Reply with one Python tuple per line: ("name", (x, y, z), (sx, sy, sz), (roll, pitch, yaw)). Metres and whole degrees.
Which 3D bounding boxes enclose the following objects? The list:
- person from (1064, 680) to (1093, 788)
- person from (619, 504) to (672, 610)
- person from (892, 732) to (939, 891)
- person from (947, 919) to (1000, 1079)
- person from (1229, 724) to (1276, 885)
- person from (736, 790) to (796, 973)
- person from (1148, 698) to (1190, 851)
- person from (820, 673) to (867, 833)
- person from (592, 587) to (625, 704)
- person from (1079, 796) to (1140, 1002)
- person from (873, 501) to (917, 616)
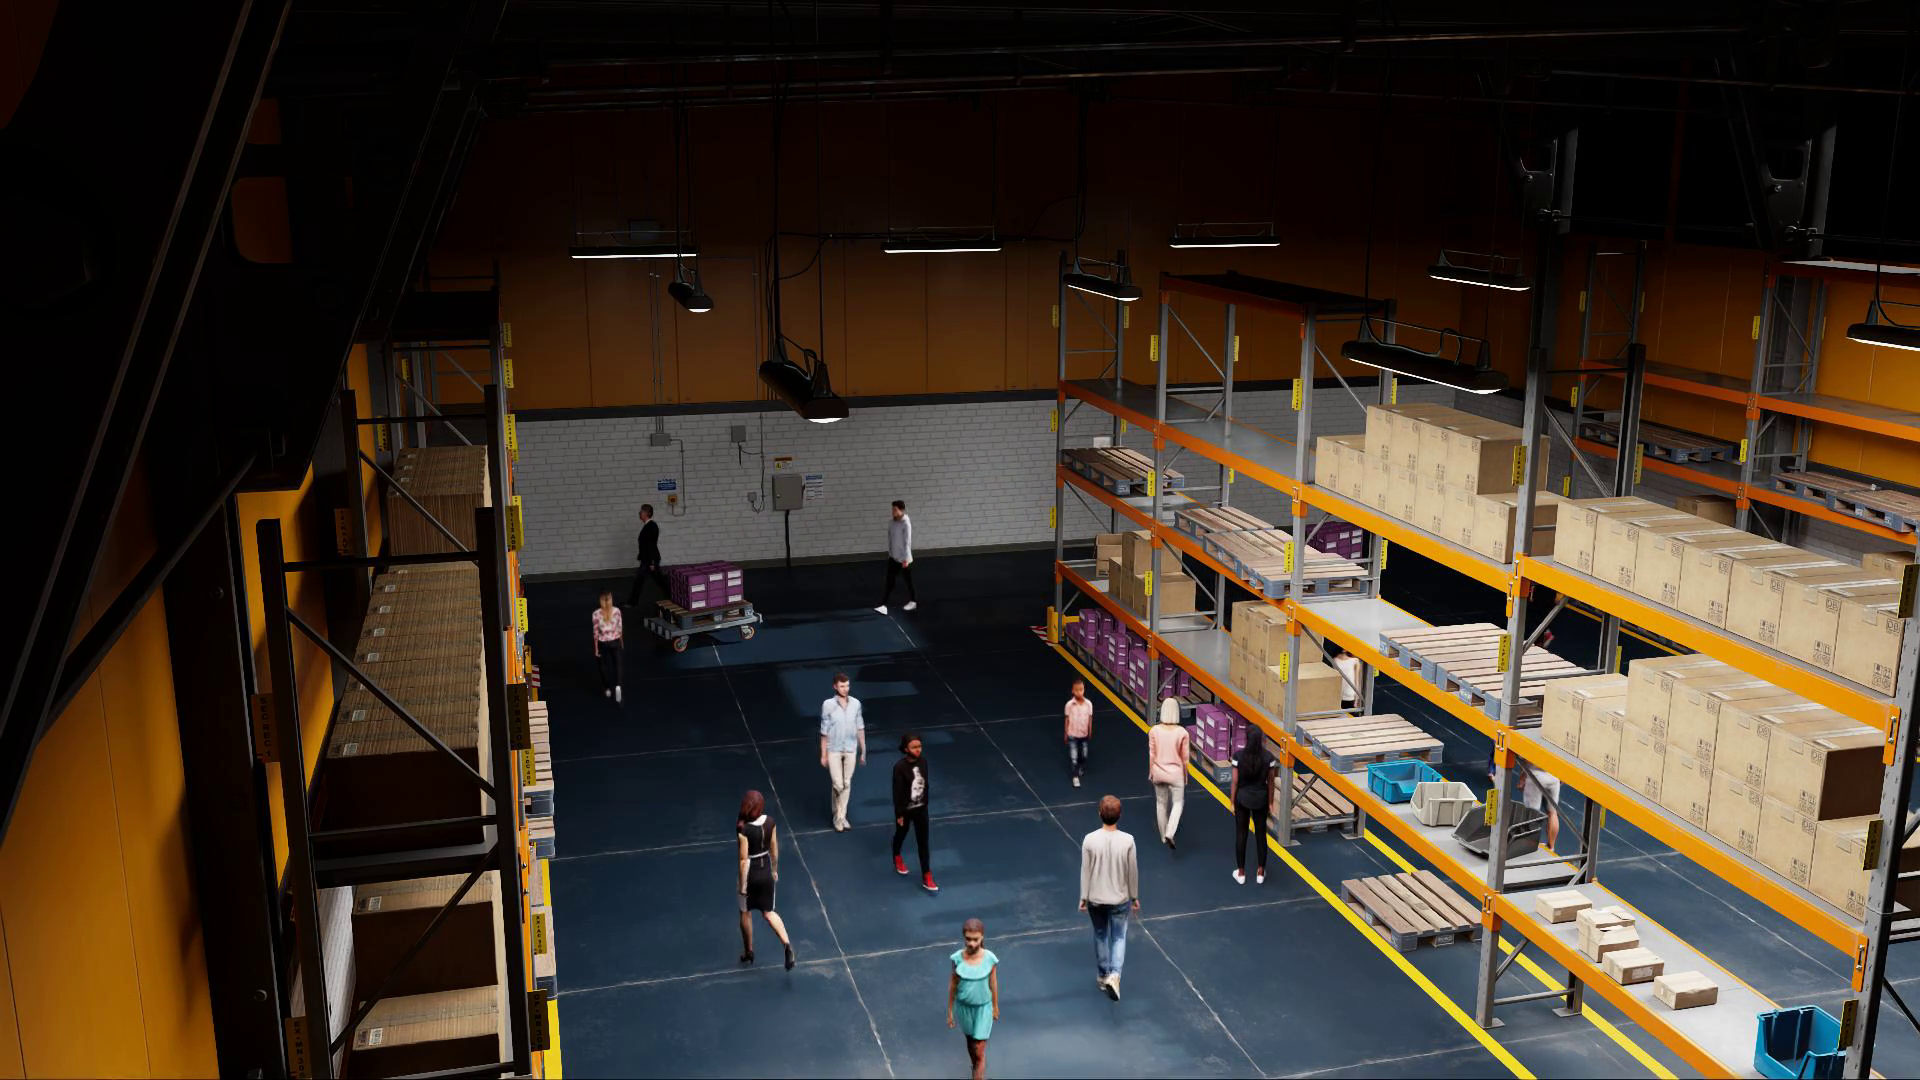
("person", (1.418, 2.311, 20.114), (0.564, 1.298, 0.739), (-1, 14, -5))
("person", (-5.024, 0.310, 27.378), (0.971, 1.769, 1.159), (1, 14, 2))
("person", (-0.560, 2.798, 17.400), (0.800, 1.630, 1.141), (-8, 16, -30))
("person", (0.132, 3.778, 13.552), (0.798, 1.537, 0.958), (3, 14, 13))
("person", (3.051, 2.747, 17.399), (0.674, 1.729, 0.642), (0, 14, 2))
("person", (-1.823, 3.202, 15.425), (0.887, 1.775, 1.121), (-12, 18, -40))
("person", (2.265, 2.574, 18.150), (0.856, 1.711, 0.998), (3, 14, 14))
("person", (-1.368, 2.355, 18.786), (0.724, 1.838, 0.703), (-7, 15, -26))
("person", (-4.827, 1.463, 22.946), (0.563, 1.614, 0.993), (-4, 14, -17))
("person", (1.330, 3.264, 14.944), (0.934, 1.879, 1.115), (2, 14, 7))
("person", (-0.903, 0.295, 27.222), (1.230, 1.872, 1.195), (11, 17, 38))
